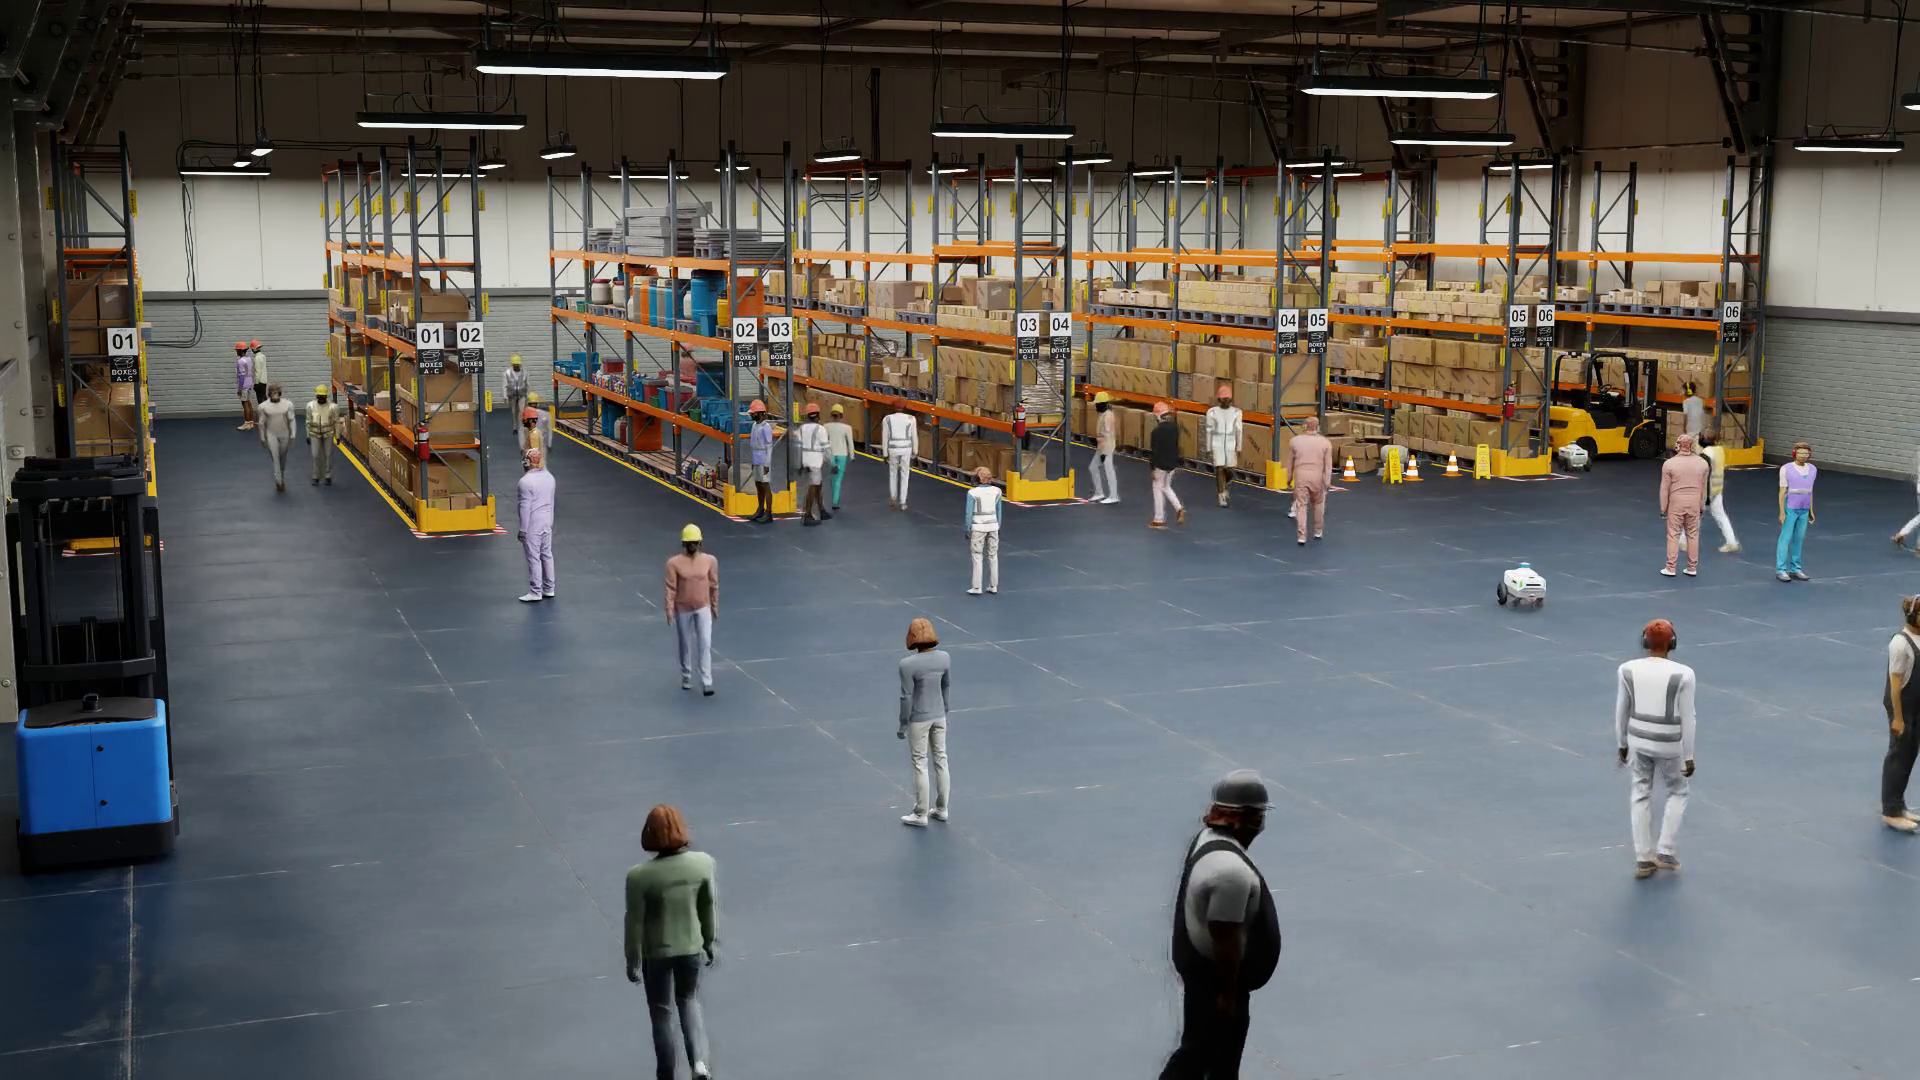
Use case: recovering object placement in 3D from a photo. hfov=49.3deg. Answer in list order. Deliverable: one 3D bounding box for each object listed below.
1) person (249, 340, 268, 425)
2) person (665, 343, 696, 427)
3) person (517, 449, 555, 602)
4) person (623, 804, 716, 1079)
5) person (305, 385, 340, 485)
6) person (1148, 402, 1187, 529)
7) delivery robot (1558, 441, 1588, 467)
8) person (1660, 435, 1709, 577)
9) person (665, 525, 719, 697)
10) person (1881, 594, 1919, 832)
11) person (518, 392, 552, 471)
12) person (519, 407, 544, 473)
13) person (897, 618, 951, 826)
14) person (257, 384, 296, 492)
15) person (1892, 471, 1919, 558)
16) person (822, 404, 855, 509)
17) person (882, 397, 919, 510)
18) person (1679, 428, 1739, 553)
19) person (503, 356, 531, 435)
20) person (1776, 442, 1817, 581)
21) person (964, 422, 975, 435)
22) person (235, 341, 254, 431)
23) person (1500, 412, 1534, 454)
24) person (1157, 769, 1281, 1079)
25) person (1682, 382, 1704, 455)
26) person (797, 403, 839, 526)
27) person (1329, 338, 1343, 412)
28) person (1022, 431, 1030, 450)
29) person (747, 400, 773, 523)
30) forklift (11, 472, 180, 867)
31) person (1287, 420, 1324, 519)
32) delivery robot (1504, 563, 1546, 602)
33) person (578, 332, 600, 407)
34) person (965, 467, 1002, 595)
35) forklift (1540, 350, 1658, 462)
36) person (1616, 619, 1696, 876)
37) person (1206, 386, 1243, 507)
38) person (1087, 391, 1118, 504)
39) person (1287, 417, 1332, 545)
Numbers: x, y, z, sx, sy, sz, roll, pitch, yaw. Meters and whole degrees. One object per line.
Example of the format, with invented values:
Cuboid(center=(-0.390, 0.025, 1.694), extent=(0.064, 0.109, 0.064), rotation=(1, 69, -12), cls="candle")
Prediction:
Cuboid(center=(-16.624, -3.742, 49.640), extent=(0.392, 1.985, 0.610), rotation=(0, 9, -3), cls="person")
Cuboid(center=(-6.396, -3.587, 48.689), extent=(0.997, 1.948, 0.645), rotation=(5, 10, 29), cls="person")
Cuboid(center=(-5.335, -0.189, 26.214), extent=(0.401, 1.907, 0.648), rotation=(4, 9, 24), cls="person")
Cuboid(center=(-1.551, 2.202, 11.183), extent=(0.517, 1.621, 0.361), rotation=(-5, 10, -30), cls="person")
Cuboid(center=(-11.538, -1.896, 37.890), extent=(0.611, 1.829, 0.534), rotation=(-1, 9, -9), cls="person")
Cuboid(center=(3.176, -1.147, 32.351), extent=(0.643, 1.979, 0.550), rotation=(-8, 12, -44), cls="person")
Cuboid(center=(11.805, -1.658, 40.321), extent=(0.477, 0.478, 0.707), rotation=(-1, 8, -6), cls="delivery robot")
Cuboid(center=(9.689, -0.464, 28.094), extent=(0.636, 1.899, 0.401), rotation=(0, 9, -2), cls="person")
Cuboid(center=(-2.679, 0.696, 20.945), extent=(0.544, 1.714, 0.915), rotation=(-2, 9, -12), cls="person")
Cuboid(center=(7.391, 1.326, 16.320), extent=(0.513, 1.845, 0.342), rotation=(-8, 12, -43), cls="person")
Cuboid(center=(-7.409, -1.681, 36.547), extent=(0.594, 1.798, 0.903), rotation=(-3, 9, -18), cls="person")
Cuboid(center=(-6.533, -1.068, 31.973), extent=(0.357, 1.937, 0.550), rotation=(-1, 9, -9), cls="person")
Cuboid(center=(-0.283, 1.416, 16.415), extent=(0.500, 1.633, 0.289), rotation=(-7, 11, -39), cls="person")
Cuboid(center=(-12.200, -1.853, 37.386), extent=(0.626, 1.894, 1.023), rotation=(-5, 10, -28), cls="person")
Cuboid(center=(13.675, -0.694, 29.568), extent=(0.710, 1.914, 0.621), rotation=(2, 9, 13), cls="person")
Cuboid(center=(-2.029, -1.402, 34.911), extent=(0.540, 1.714, 0.918), rotation=(2, 9, 11), cls="person")
Cuboid(center=(-0.984, -1.459, 34.868), extent=(0.592, 1.856, 0.793), rotation=(1, 9, 4), cls="person")
Cuboid(center=(10.776, -0.716, 30.123), extent=(0.626, 1.799, 0.970), rotation=(-8, 12, -43), cls="person")
Cuboid(center=(-9.900, -3.212, 46.797), extent=(0.595, 1.784, 0.947), rotation=(-2, 9, -11), cls="person")
Cuboid(center=(11.066, -0.385, 27.734), extent=(0.564, 1.841, 0.390), rotation=(-3, 9, -22), cls="person")
Cuboid(center=(0.135, -3.087, 46.484), extent=(0.519, 1.623, 0.392), rotation=(-7, 11, -38), cls="person")
Cuboid(center=(-16.461, -3.542, 48.112), extent=(0.370, 2.044, 0.608), rotation=(0, 9, -1), cls="person")
Cuboid(center=(11.256, -2.533, 42.590), extent=(0.565, 1.679, 0.816), rotation=(7, 11, 40), cls="person")
Cuboid(center=(1.196, 2.127, 10.469), extent=(0.811, 2.000, 0.730), rotation=(0, 9, 0), cls="person")
Cuboid(center=(13.412, -1.995, 38.506), extent=(0.564, 1.820, 0.898), rotation=(-3, 9, -18), cls="person")
Cuboid(center=(-2.189, -1.198, 32.948), extent=(0.842, 1.894, 0.637), rotation=(-8, 11, -41), cls="person")
Cuboid(center=(9.203, -3.978, 51.370), extent=(0.545, 1.938, 0.355), rotation=(-2, 9, -14), cls="person")
Cuboid(center=(1.245, -2.620, 42.523), extent=(0.614, 1.870, 0.942), rotation=(-2, 9, -11), cls="person")
Cuboid(center=(-3.172, -1.242, 33.131), extent=(0.379, 1.937, 0.548), rotation=(-5, 10, -30), cls="person")
Cuboid(center=(-6.630, 0.886, 15.957), extent=(1.129, 2.768, 1.873), rotation=(-3, 9, -21), cls="forklift")
Cuboid(center=(5.577, -1.129, 33.520), extent=(0.519, 1.592, 0.855), rotation=(7, 11, 39), cls="person")
Cuboid(center=(6.952, 0.525, 25.769), extent=(0.477, 0.478, 0.707), rotation=(0, 8, -2), cls="delivery robot")
Cuboid(center=(-9.601, -4.416, 54.195), extent=(0.613, 1.965, 0.361), rotation=(7, 11, 37), cls="person")
Cuboid(center=(0.314, -0.119, 26.666), extent=(0.517, 1.631, 0.312), rotation=(-4, 10, -27), cls="person")
Cuboid(center=(12.897, -2.725, 42.309), extent=(2.313, 2.155, 1.214), rotation=(-3, 9, -21), cls="forklift")
Cuboid(center=(5.040, 1.487, 15.124), extent=(0.616, 1.874, 0.497), rotation=(7, 11, 40), cls="person")
Cuboid(center=(4.427, -1.589, 35.156), extent=(0.614, 2.026, 0.602), rotation=(0, 9, -2), cls="person")
Cuboid(center=(2.381, -1.553, 35.288), extent=(0.674, 1.902, 0.607), rotation=(-1, 9, -4), cls="person")
Cuboid(center=(5.179, -0.891, 31.069), extent=(0.666, 1.856, 0.994), rotation=(2, 9, 10), cls="person")
